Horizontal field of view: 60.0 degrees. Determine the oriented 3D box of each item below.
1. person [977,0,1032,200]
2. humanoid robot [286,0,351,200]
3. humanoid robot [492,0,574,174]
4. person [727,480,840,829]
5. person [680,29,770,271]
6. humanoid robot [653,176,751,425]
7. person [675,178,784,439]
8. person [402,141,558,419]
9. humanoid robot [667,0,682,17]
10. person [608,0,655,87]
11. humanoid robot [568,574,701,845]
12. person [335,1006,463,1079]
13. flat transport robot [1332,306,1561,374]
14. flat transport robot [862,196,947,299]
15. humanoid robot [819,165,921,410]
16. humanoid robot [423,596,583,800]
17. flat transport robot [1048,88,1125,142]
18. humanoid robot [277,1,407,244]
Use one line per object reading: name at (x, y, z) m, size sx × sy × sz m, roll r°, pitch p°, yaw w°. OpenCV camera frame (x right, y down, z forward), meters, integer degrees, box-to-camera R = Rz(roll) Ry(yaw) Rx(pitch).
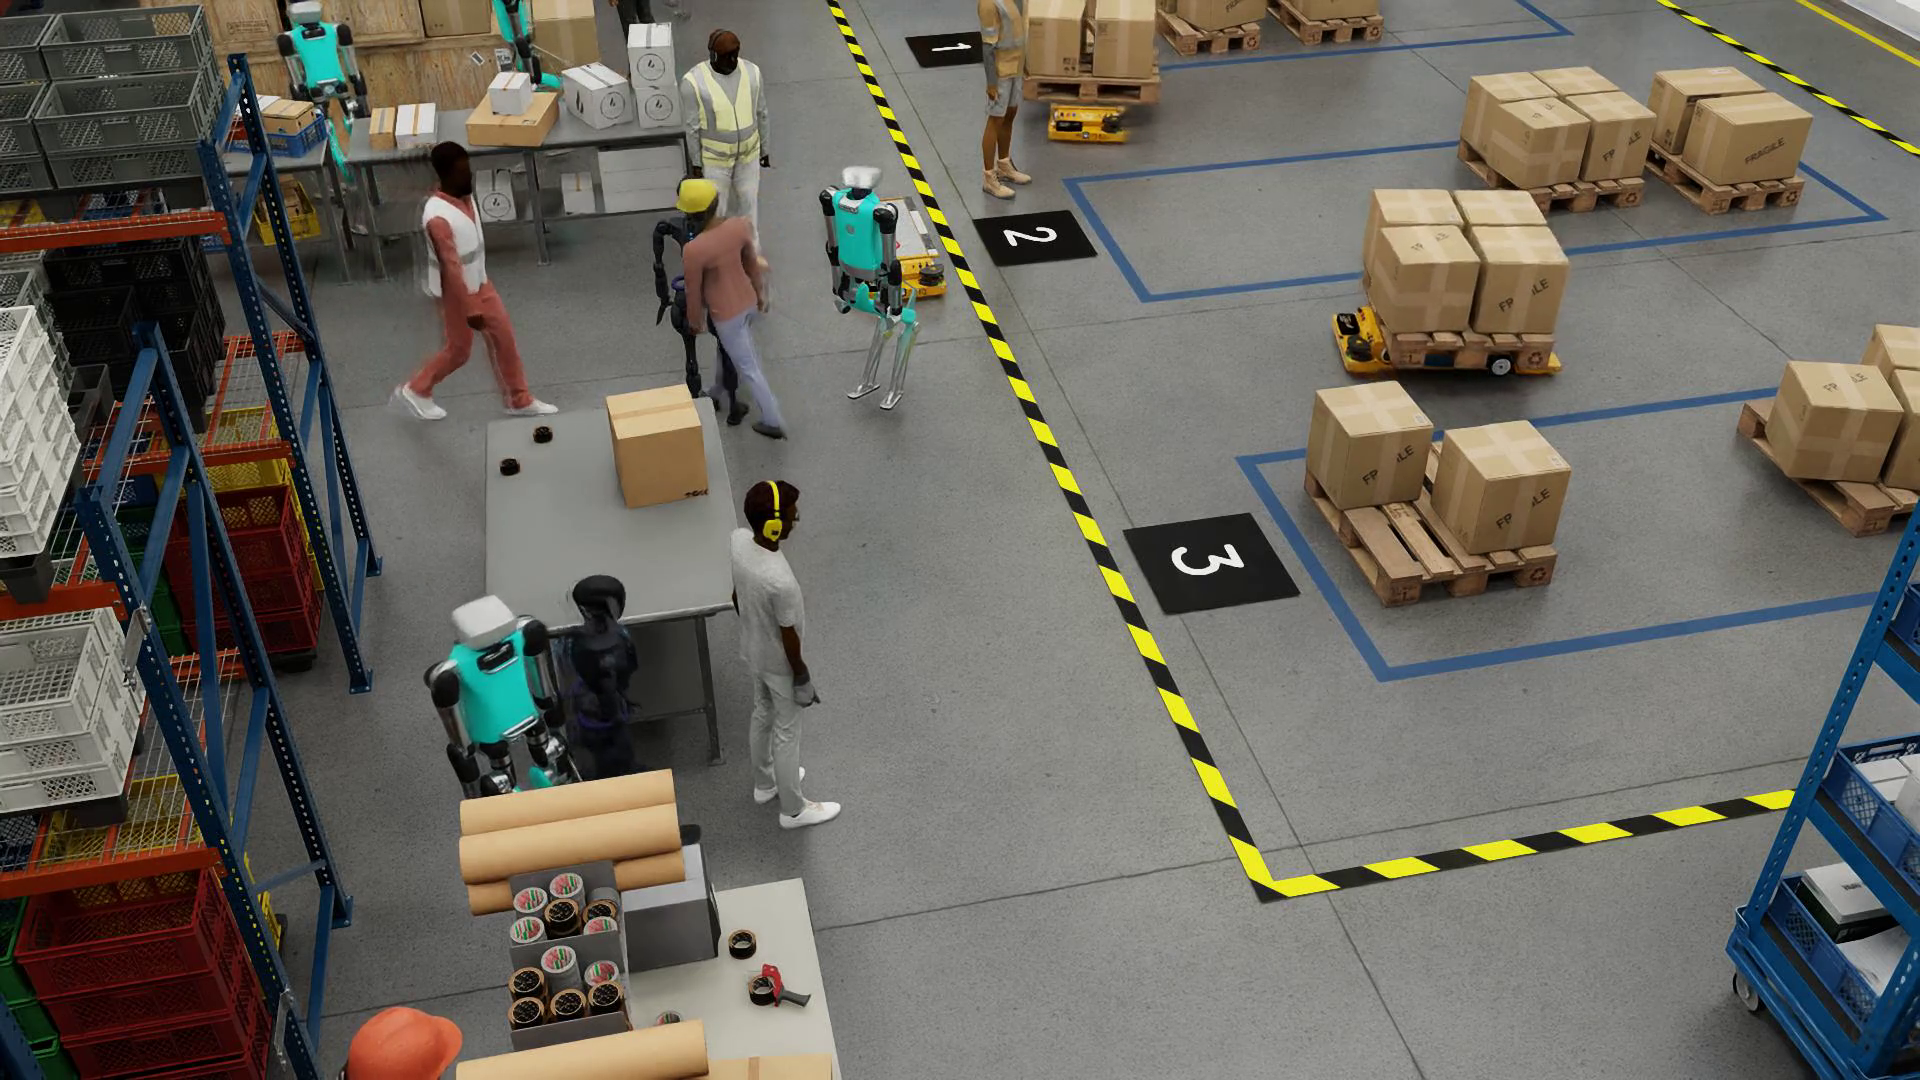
person at (0.376, -3.711, 13.053) m, size 0.366 × 2.048 × 0.604 m, roll 19°, pitch 40°, yaw 23°
humanoid robot at (-5.171, -3.455, 12.920) m, size 0.678 × 1.754 × 0.546 m, roll -13°, pitch 39°, yaw -17°
humanoid robot at (-3.397, -3.851, 13.487) m, size 0.859 × 1.772 × 0.541 m, roll -16°, pitch 40°, yaw -20°
person at (-0.820, 0.525, 7.513) m, size 0.330 × 1.865 × 0.515 m, roll -22°, pitch 42°, yaw -27°
person at (-1.651, -2.779, 11.982) m, size 0.629 × 1.835 × 0.429 m, roll -18°, pitch 40°, yaw -23°
humanoid robot at (-1.611, -1.477, 10.348) m, size 0.599 × 1.655 × 0.315 m, roll -1°, pitch 37°, yaw -1°
person at (-1.468, -1.439, 10.269) m, size 0.844 × 1.715 × 0.543 m, roll 19°, pitch 41°, yaw 24°
person at (-3.117, -1.575, 10.321) m, size 0.903 × 1.887 × 0.601 m, roll 4°, pitch 37°, yaw 5°
humanoid robot at (-2.968, -6.106, 16.515) m, size 0.778 × 1.771 × 0.542 m, roll 25°, pitch 43°, yaw 29°
person at (-2.963, -5.001, 14.953) m, size 0.326 × 1.843 × 0.514 m, roll 24°, pitch 43°, yaw 28°
humanoid robot at (-1.539, 0.830, 7.302) m, size 0.672 × 1.664 × 0.584 m, roll -11°, pitch 38°, yaw -14°
person at (-1.583, 2.146, 5.185) m, size 0.613 × 2.041 × 0.372 m, roll 22°, pitch 42°, yaw 27°
flat transport robot at (3.328, -1.395, 11.405) m, size 1.431 × 0.197 × 0.652 m, roll 1°, pitch 37°, yaw 1°
flat transport robot at (-0.570, -2.220, 12.538) m, size 0.659 × 0.231 × 1.431 m, roll -8°, pitch 37°, yaw -10°
humanoid robot at (-0.473, -1.637, 10.409) m, size 0.533 × 1.679 × 0.735 m, roll 22°, pitch 42°, yaw 26°
humanoid robot at (-1.699, 1.064, 6.859) m, size 0.740 × 1.754 × 0.531 m, roll 27°, pitch 44°, yaw 32°
flat transport robot at (1.146, -3.928, 14.809) m, size 0.652 × 0.197 × 1.431 m, roll 3°, pitch 37°, yaw 4°
humanoid robot at (-4.593, -3.033, 12.397) m, size 0.605 × 1.770 × 0.864 m, roll -14°, pitch 39°, yaw -18°
